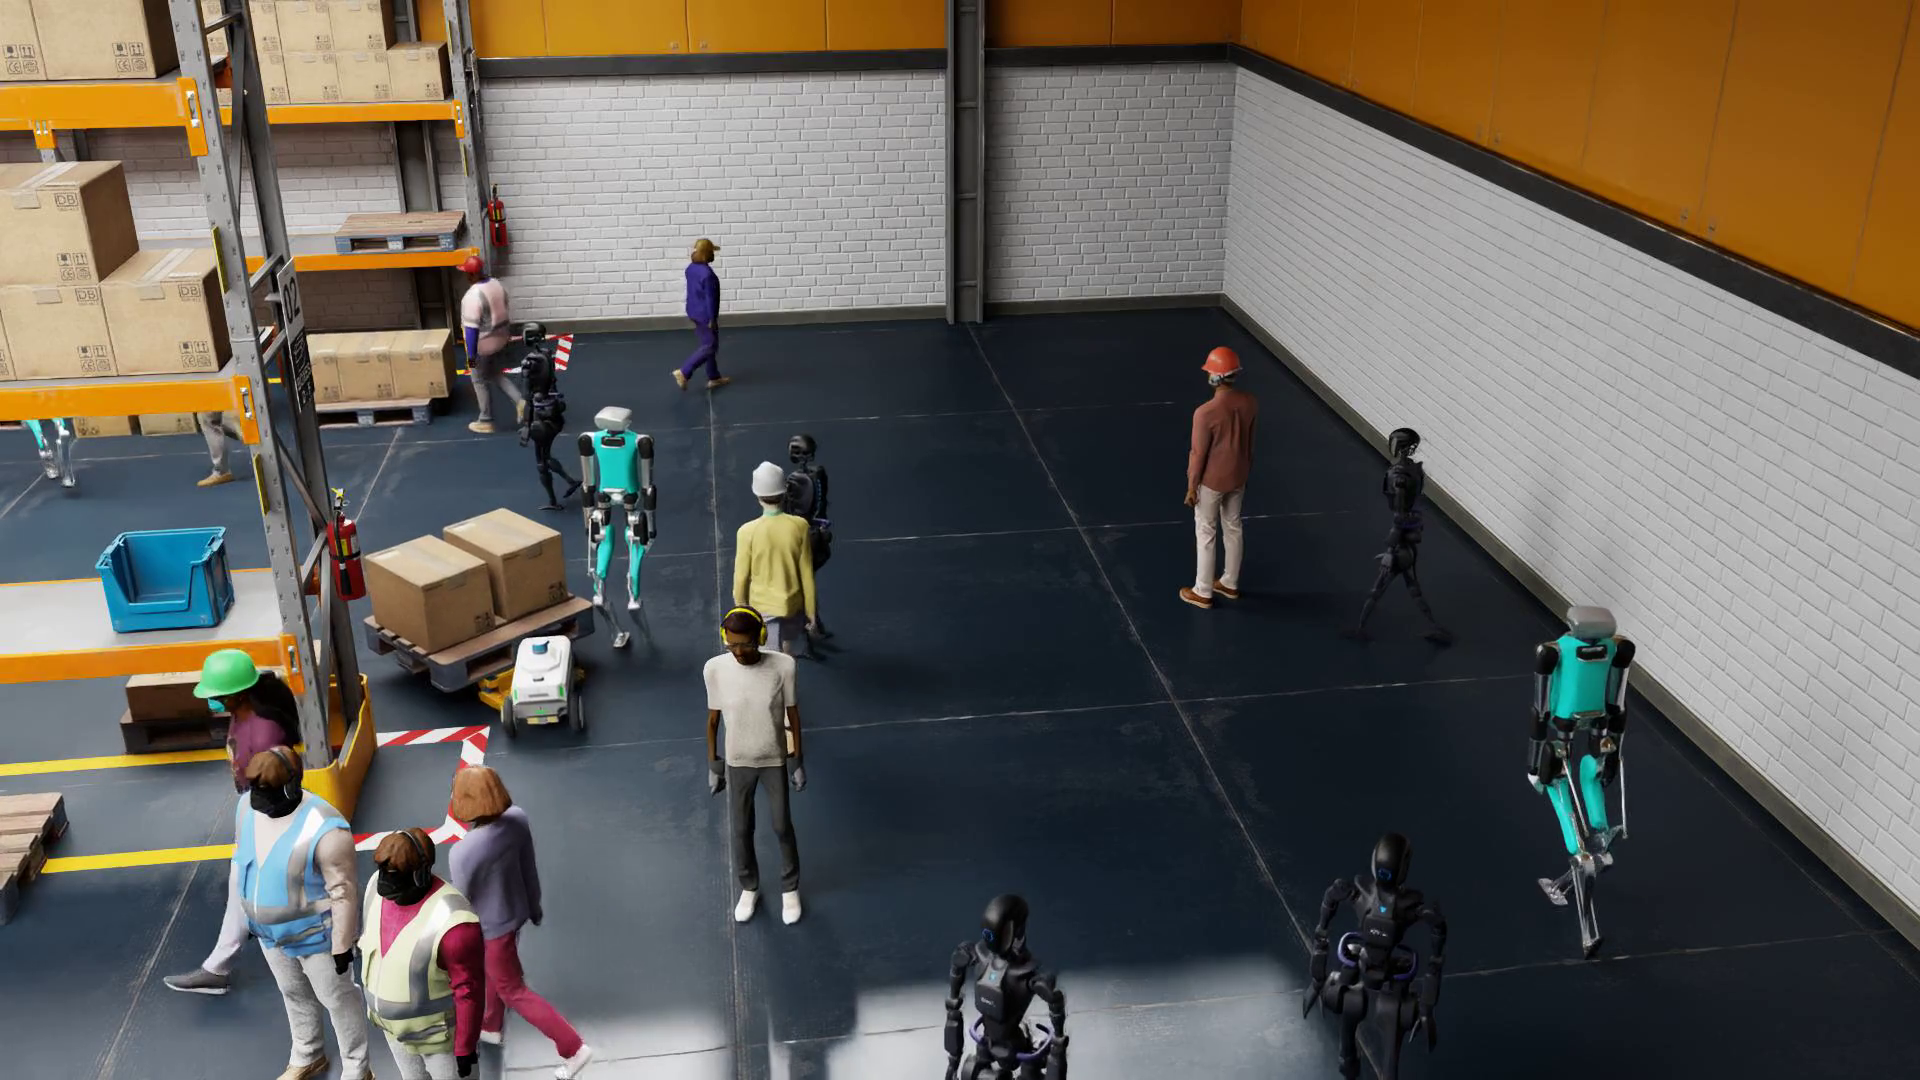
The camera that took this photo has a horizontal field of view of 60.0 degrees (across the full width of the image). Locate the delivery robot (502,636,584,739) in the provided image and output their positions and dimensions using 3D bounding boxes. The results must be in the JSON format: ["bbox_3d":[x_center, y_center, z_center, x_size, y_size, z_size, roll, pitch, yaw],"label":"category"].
[{"bbox_3d":[-2.735,0.923,10.919,0.499,0.580,0.766,-4,24,-8],"label":"delivery robot"}]

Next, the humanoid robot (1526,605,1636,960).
[{"bbox_3d":[3.310,1.310,8.631,0.544,1.789,0.917,-3,24,-7],"label":"humanoid robot"}]

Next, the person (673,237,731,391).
[{"bbox_3d":[-2.666,-2.280,16.930,0.631,1.598,0.457,-16,28,-32],"label":"person"}]

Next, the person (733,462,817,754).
[{"bbox_3d":[-1.199,0.367,10.602,0.493,1.840,0.963,-9,25,-20],"label":"person"}]

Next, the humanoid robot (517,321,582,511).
[{"bbox_3d":[-3.467,-1.030,14.000,0.404,1.646,0.609,5,24,10],"label":"humanoid robot"}]

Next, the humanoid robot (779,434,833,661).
[{"bbox_3d":[-1.095,0.057,11.511,0.335,1.656,0.591,13,27,27],"label":"humanoid robot"}]

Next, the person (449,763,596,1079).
[{"bbox_3d":[-2.072,1.770,7.704,0.804,1.593,0.511,7,25,16],"label":"person"}]

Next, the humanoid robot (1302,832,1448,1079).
[{"bbox_3d":[1.780,1.960,7.186,0.589,1.639,0.600,9,25,19],"label":"humanoid robot"}]

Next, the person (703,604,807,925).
[{"bbox_3d":[-1.069,1.180,8.742,0.521,1.856,0.348,0,24,0],"label":"person"}]

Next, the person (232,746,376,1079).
[{"bbox_3d":[-2.962,1.744,7.465,0.626,1.846,0.429,10,26,23],"label":"person"}]

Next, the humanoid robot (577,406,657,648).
[{"bbox_3d":[-2.395,0.039,11.562,0.541,1.865,0.684,2,24,3],"label":"humanoid robot"}]

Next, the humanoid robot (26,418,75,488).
[{"bbox_3d":[-7.948,-1.195,14.350,0.540,1.765,1.029,-16,28,-32],"label":"humanoid robot"}]

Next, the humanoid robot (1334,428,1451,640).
[{"bbox_3d":[3.148,-0.018,11.762,0.806,1.622,0.584,8,25,17],"label":"humanoid robot"}]

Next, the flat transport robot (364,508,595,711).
[{"bbox_3d":[-3.317,0.789,11.599,1.431,0.231,0.659,20,30,37],"label":"flat transport robot"}]

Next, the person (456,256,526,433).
[{"bbox_3d":[-4.452,-1.846,15.771,0.541,1.738,0.634,9,25,20],"label":"person"}]

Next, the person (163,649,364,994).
[{"bbox_3d":[-3.473,1.411,8.160,0.996,1.896,0.503,-20,31,-38],"label":"person"}]

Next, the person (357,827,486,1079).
[{"bbox_3d":[-2.215,1.995,6.893,0.625,1.846,0.429,15,28,31],"label":"person"}]

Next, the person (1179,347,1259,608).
[{"bbox_3d":[1.918,-0.465,12.329,0.618,1.989,0.400,-16,28,-31],"label":"person"}]

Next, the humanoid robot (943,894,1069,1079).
[{"bbox_3d":[0.237,2.135,6.787,0.594,1.650,0.521,15,28,30],"label":"humanoid robot"}]

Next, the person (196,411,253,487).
[{"bbox_3d":[-6.532,-1.408,14.607,0.573,1.875,0.592,-13,27,-26],"label":"person"}]
